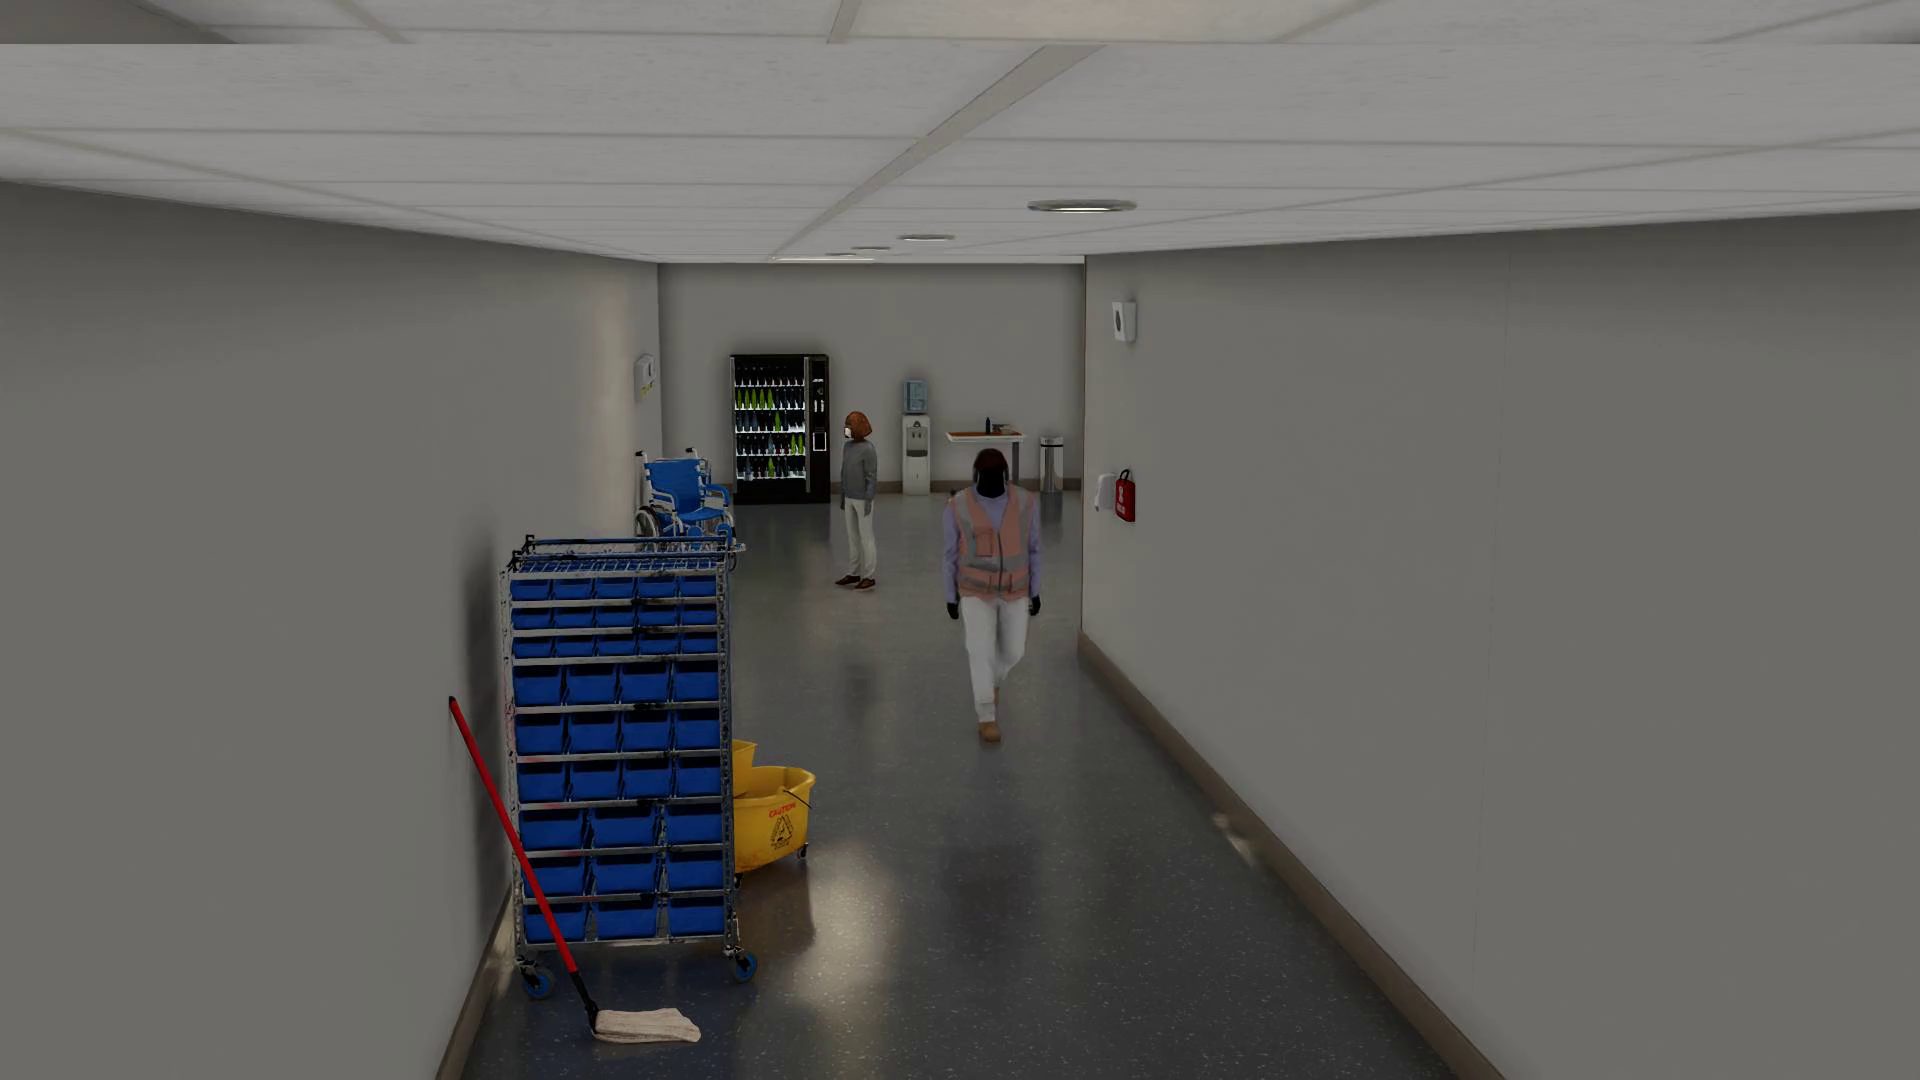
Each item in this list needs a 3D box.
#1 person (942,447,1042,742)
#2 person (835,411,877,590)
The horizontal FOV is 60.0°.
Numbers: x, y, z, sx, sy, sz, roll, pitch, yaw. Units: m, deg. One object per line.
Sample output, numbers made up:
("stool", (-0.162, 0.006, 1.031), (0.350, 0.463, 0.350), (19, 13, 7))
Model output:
("person", (0.191, 0.310, 10.471), (0.628, 1.823, 0.678), (-2, 9, -12))
("person", (-0.943, -0.366, 15.273), (0.286, 1.633, 0.499), (-7, 11, -37))
